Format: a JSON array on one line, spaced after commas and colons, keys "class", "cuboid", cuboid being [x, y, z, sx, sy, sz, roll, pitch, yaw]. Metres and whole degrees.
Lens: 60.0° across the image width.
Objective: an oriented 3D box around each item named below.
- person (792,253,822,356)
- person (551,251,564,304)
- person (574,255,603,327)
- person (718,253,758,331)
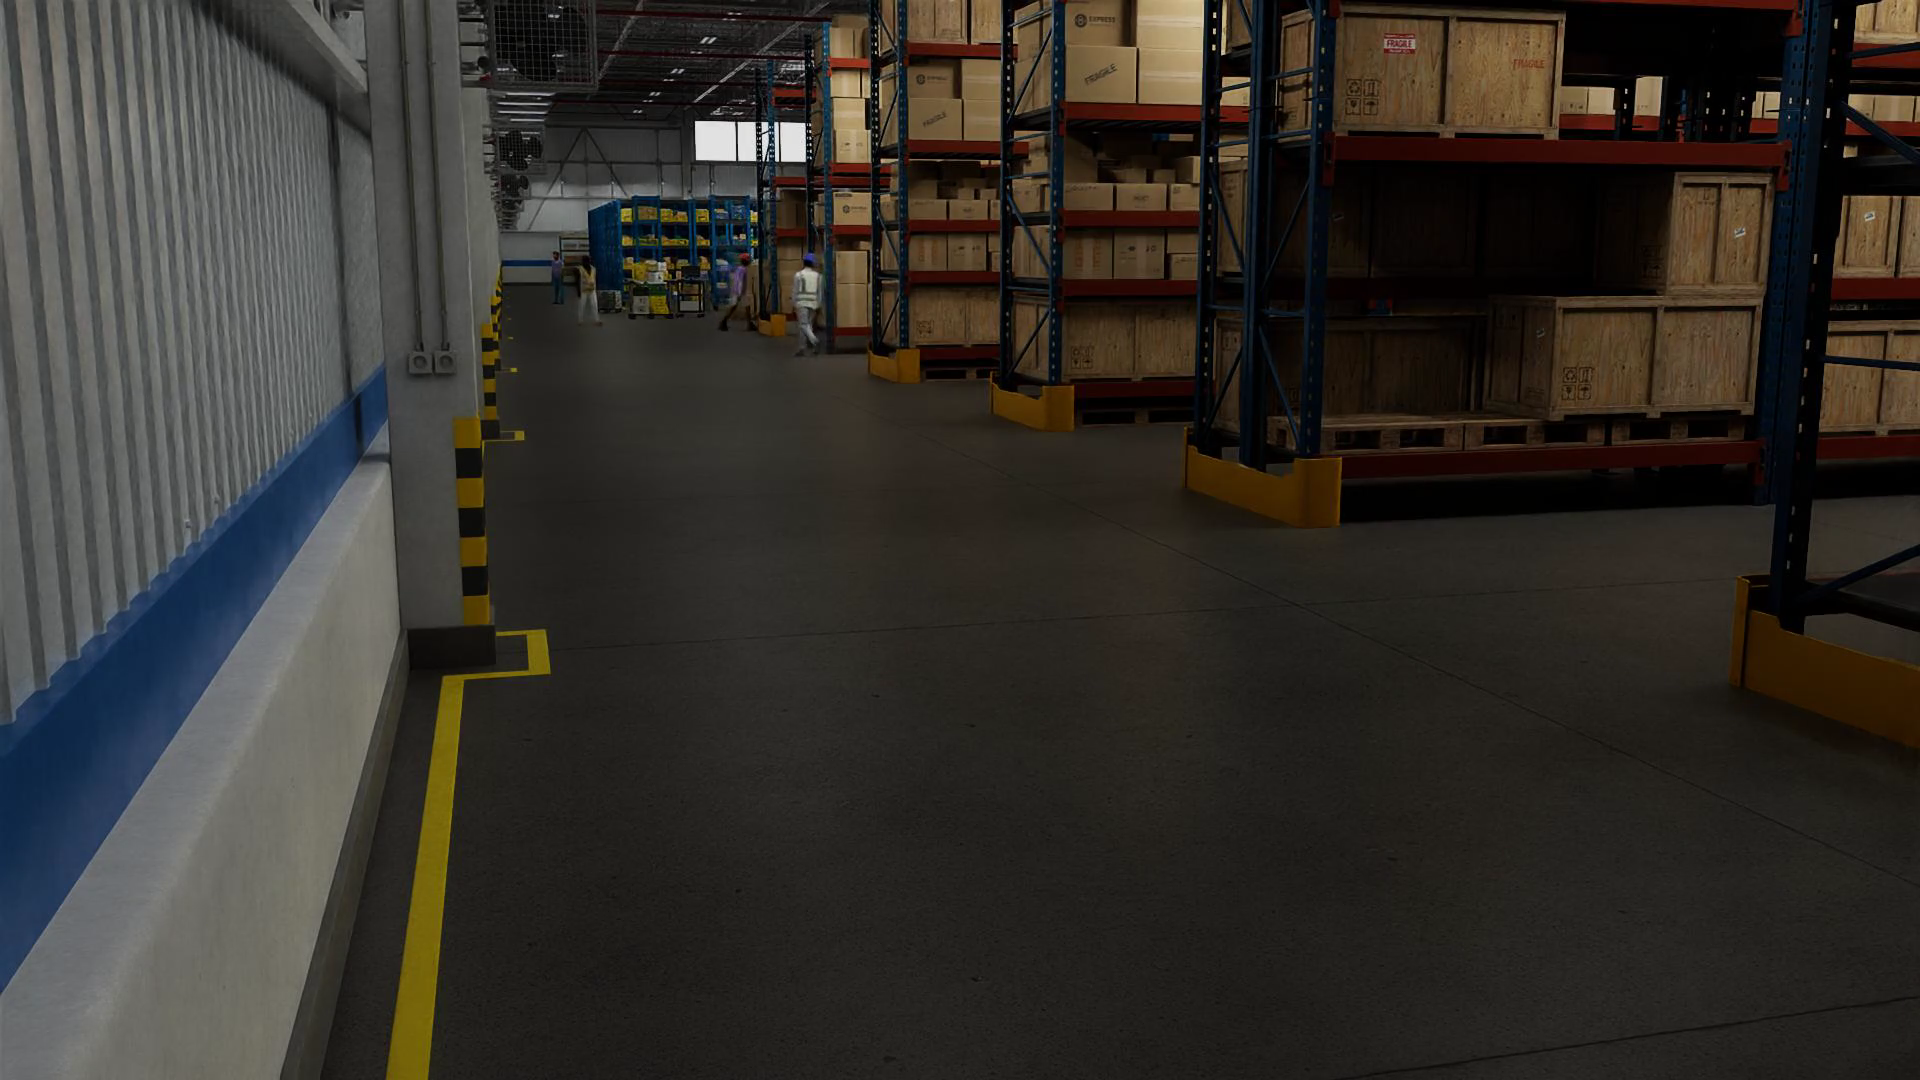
[{"class": "person", "cuboid": [-2.753, -4.292, 30.451, 0.620, 1.908, 0.777, -9, 13, -41]}, {"class": "person", "cuboid": [-14.098, -9.190, 58.334, 0.563, 1.847, 0.389, 6, 12, 32]}, {"class": "person", "cuboid": [-9.371, -6.250, 41.862, 0.657, 1.790, 0.965, -9, 13, -40]}, {"class": "person", "cuboid": [-5.308, -5.928, 39.771, 0.986, 1.887, 0.580, -4, 11, -21]}]
